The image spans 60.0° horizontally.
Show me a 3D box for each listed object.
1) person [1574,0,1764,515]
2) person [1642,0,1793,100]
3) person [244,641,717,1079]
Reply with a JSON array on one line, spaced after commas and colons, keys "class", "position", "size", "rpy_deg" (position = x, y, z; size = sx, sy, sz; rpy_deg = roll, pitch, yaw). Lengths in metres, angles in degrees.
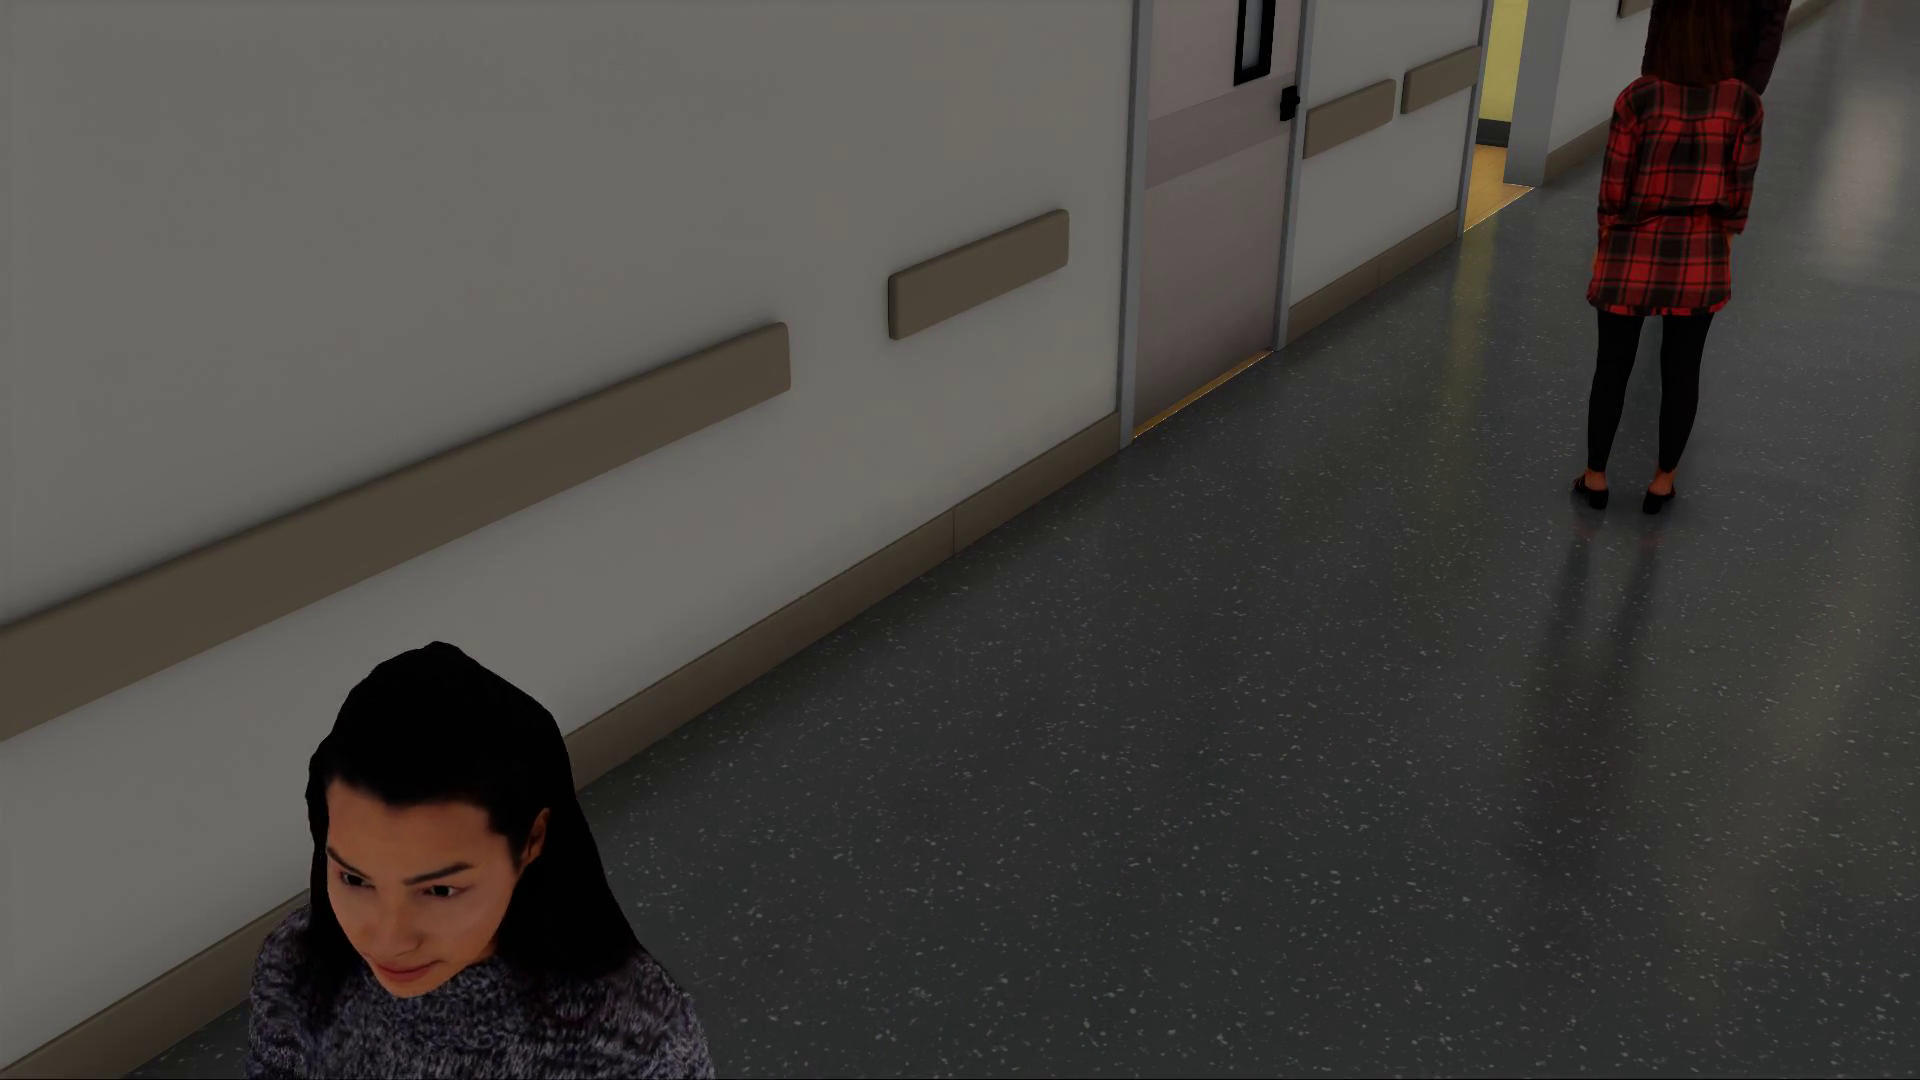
[{"class": "person", "position": [2.259, -0.904, 5.352], "size": [0.583, 1.699, 0.727], "rpy_deg": [8, 27, 16]}, {"class": "person", "position": [3.500, -2.153, 7.784], "size": [0.674, 1.837, 0.849], "rpy_deg": [21, 33, 37]}, {"class": "person", "position": [-0.396, 0.828, 1.769], "size": [1.082, 1.692, 0.841], "rpy_deg": [11, 28, 22]}]
